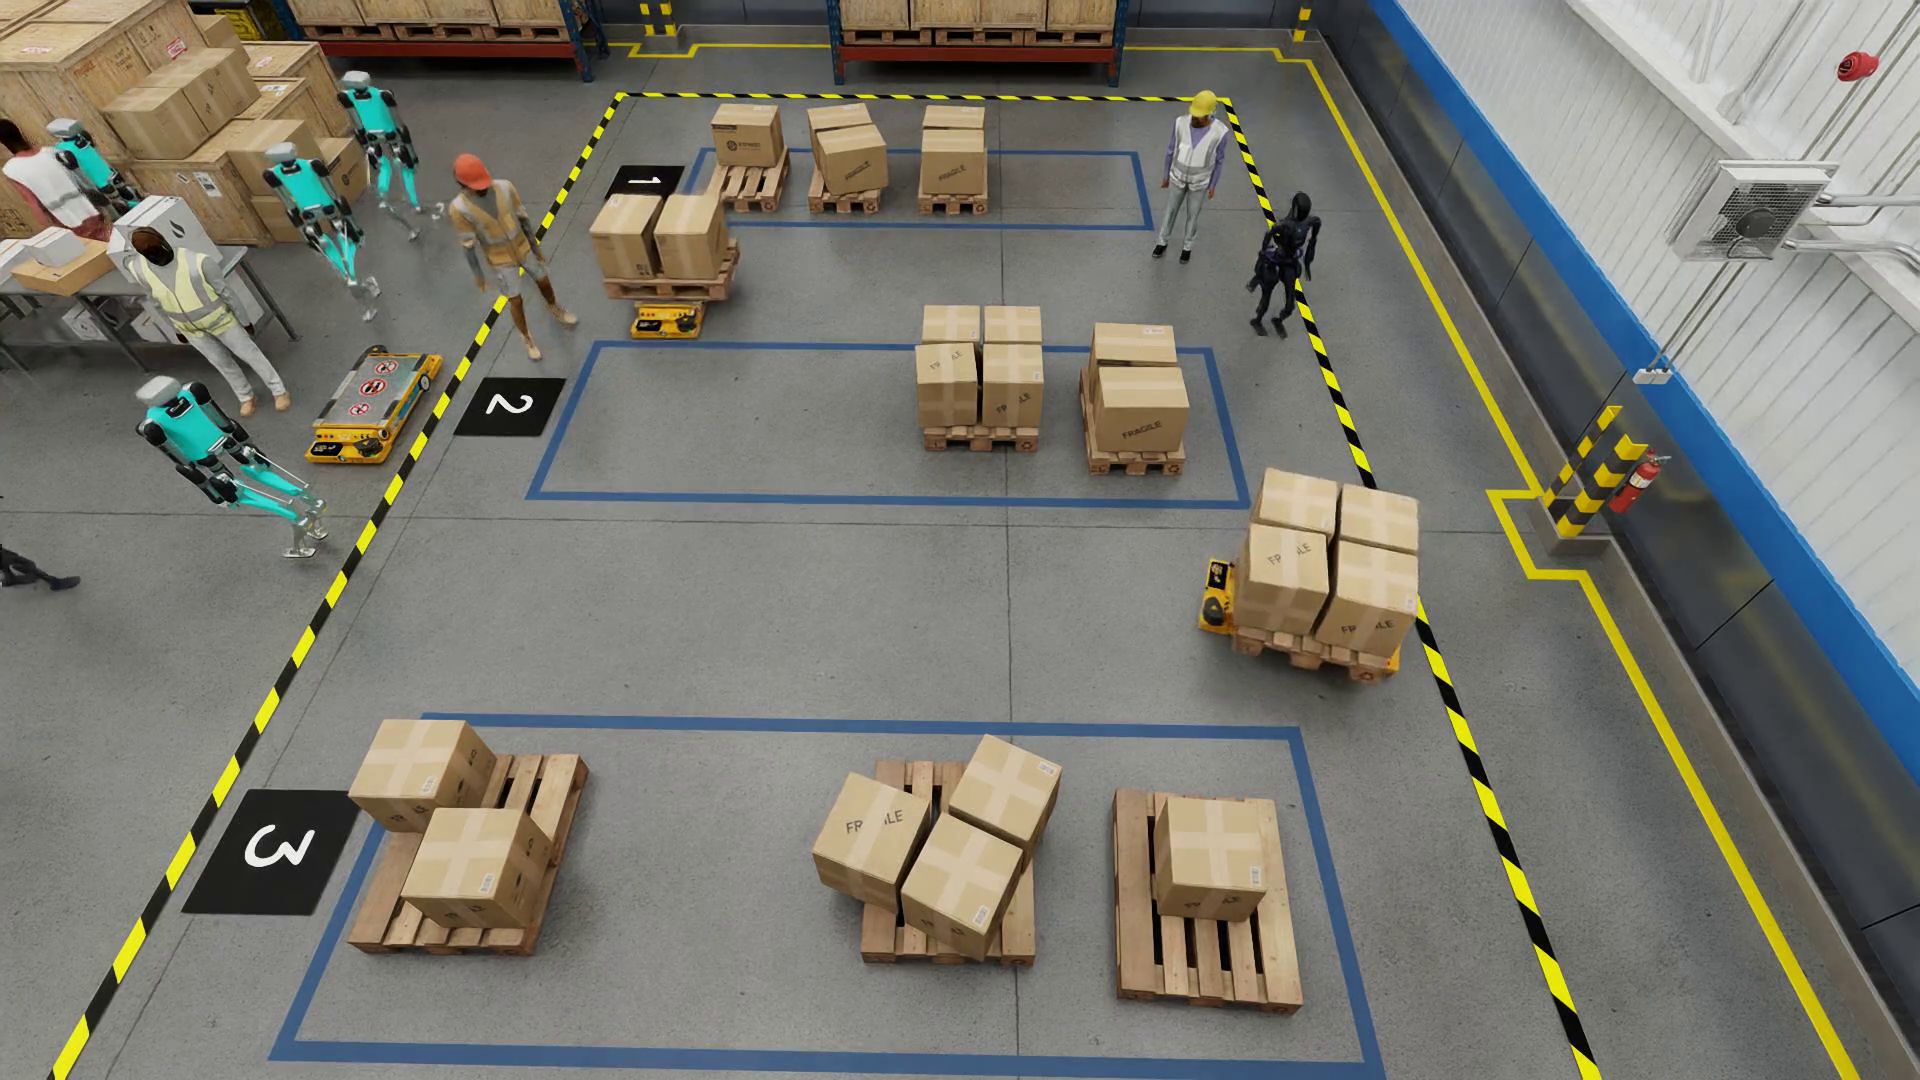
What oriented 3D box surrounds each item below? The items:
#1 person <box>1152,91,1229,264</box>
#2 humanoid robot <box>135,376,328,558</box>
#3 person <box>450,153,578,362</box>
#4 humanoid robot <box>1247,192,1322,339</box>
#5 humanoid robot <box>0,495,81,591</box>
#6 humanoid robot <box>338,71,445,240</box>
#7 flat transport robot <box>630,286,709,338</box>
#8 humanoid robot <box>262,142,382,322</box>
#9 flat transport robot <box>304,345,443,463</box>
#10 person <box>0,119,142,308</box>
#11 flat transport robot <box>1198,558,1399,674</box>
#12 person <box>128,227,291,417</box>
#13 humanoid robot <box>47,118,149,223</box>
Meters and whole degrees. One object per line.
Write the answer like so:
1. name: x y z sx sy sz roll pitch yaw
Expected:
1. person: 2.391 -3.750 9.521 0.590 1.823 0.404 19 52 16
2. humanoid robot: -5.171 -0.475 6.722 0.735 1.672 0.533 9 50 8
3. person: -4.155 -2.616 8.429 0.476 2.033 0.647 35 58 26
4. humanoid robot: 3.031 -2.573 8.630 0.619 1.627 0.492 -9 50 -8
5. humanoid robot: -7.208 -0.208 6.631 0.674 1.639 0.595 -10 50 -8
6. humanoid robot: -6.098 -4.018 9.798 0.545 1.739 1.004 -5 50 -4
7. flat transport robot: -2.950 -2.625 9.570 0.652 0.197 1.431 1 50 1
8. humanoid robot: -6.057 -2.842 8.806 0.576 1.716 1.003 -15 51 -12
9. flat transport robot: -5.383 -1.269 8.441 0.659 0.231 1.431 1 50 1
10. person: -8.630 -3.131 8.951 0.458 1.891 0.621 13 51 11
11. flat transport robot: 2.570 0.526 6.904 1.431 0.197 0.652 13 51 11
12. person: -6.480 -1.868 7.927 0.631 1.834 0.429 -11 51 -9
13. humanoid robot: -8.200 -3.349 9.234 0.673 1.801 0.532 -11 51 -9
